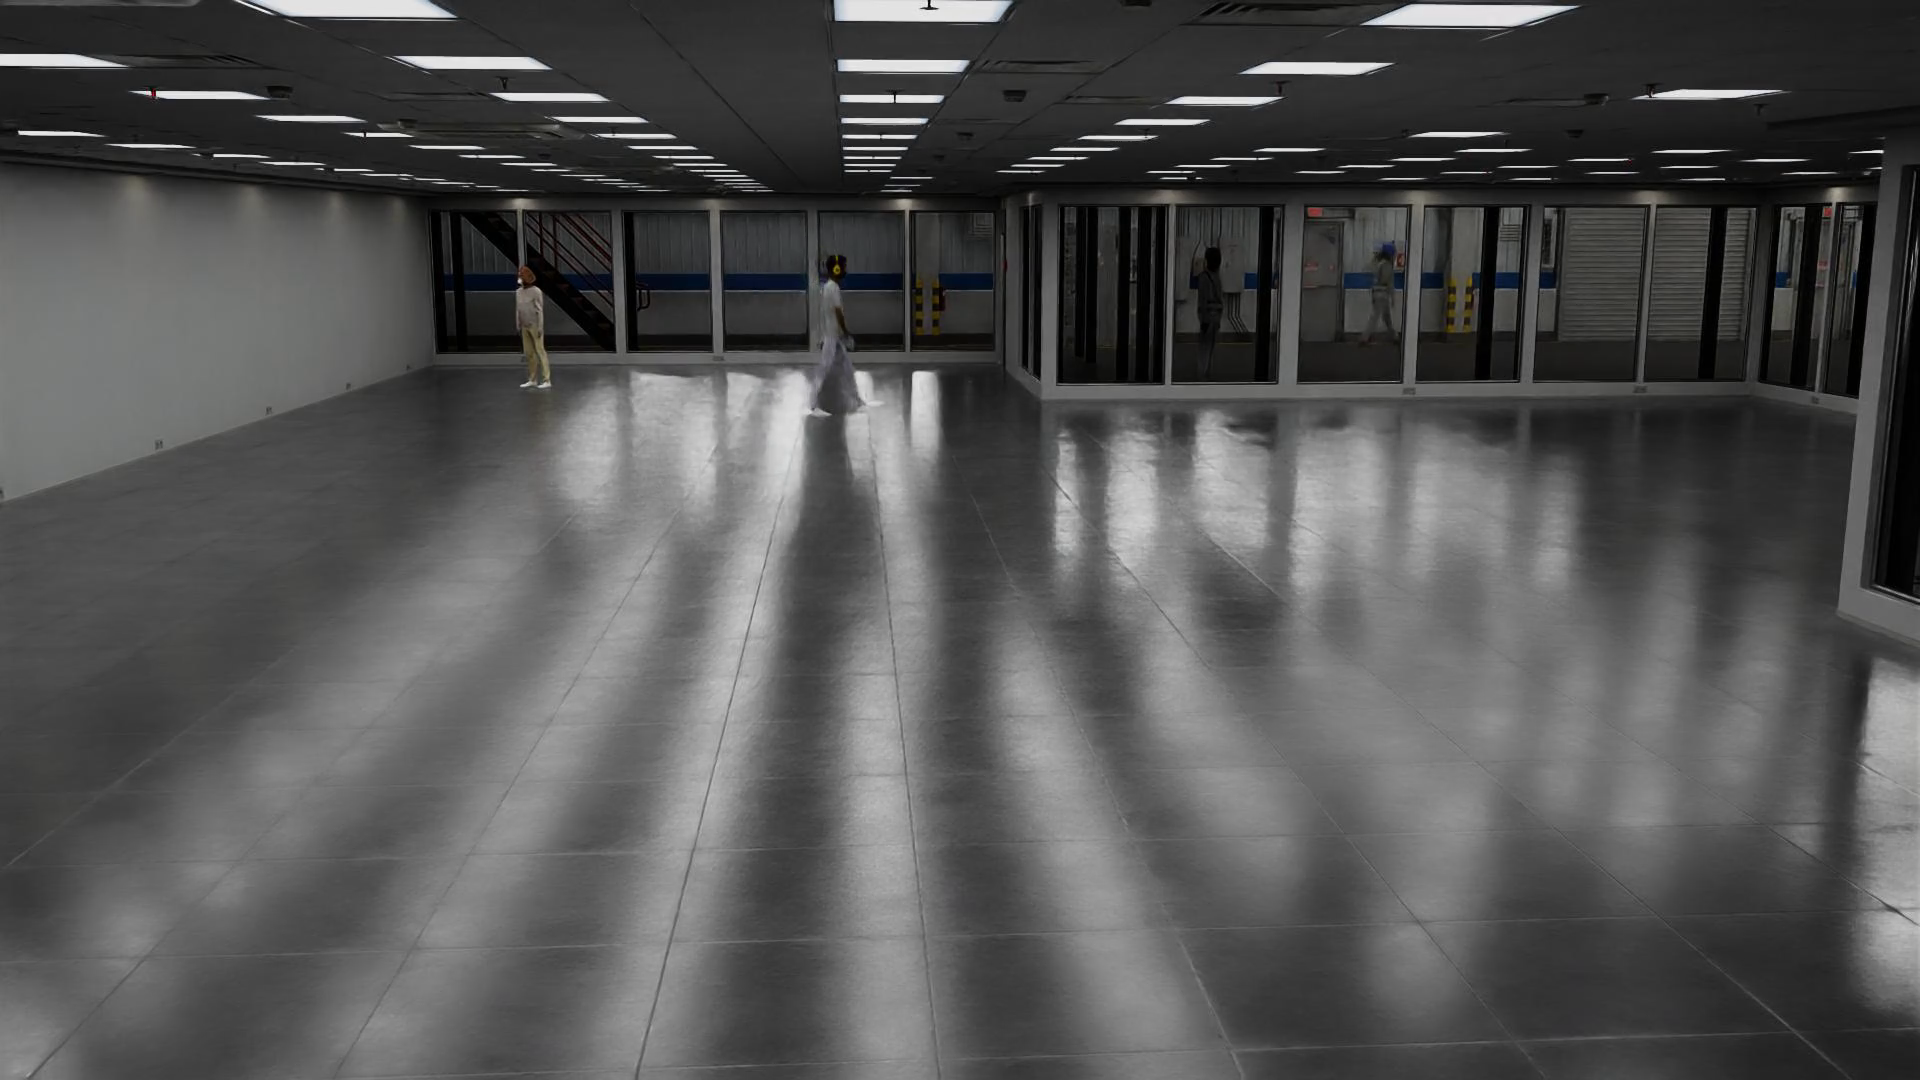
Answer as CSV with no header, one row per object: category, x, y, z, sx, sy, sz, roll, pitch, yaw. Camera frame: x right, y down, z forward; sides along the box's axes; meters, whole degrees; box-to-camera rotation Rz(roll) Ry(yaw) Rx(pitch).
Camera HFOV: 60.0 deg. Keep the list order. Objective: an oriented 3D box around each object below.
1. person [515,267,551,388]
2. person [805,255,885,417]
person,-5.745,-2.836,22.265,0.510,1.620,0.326,7,13,34
person,-1.323,-2.290,18.778,0.947,1.827,0.515,-1,11,-5
